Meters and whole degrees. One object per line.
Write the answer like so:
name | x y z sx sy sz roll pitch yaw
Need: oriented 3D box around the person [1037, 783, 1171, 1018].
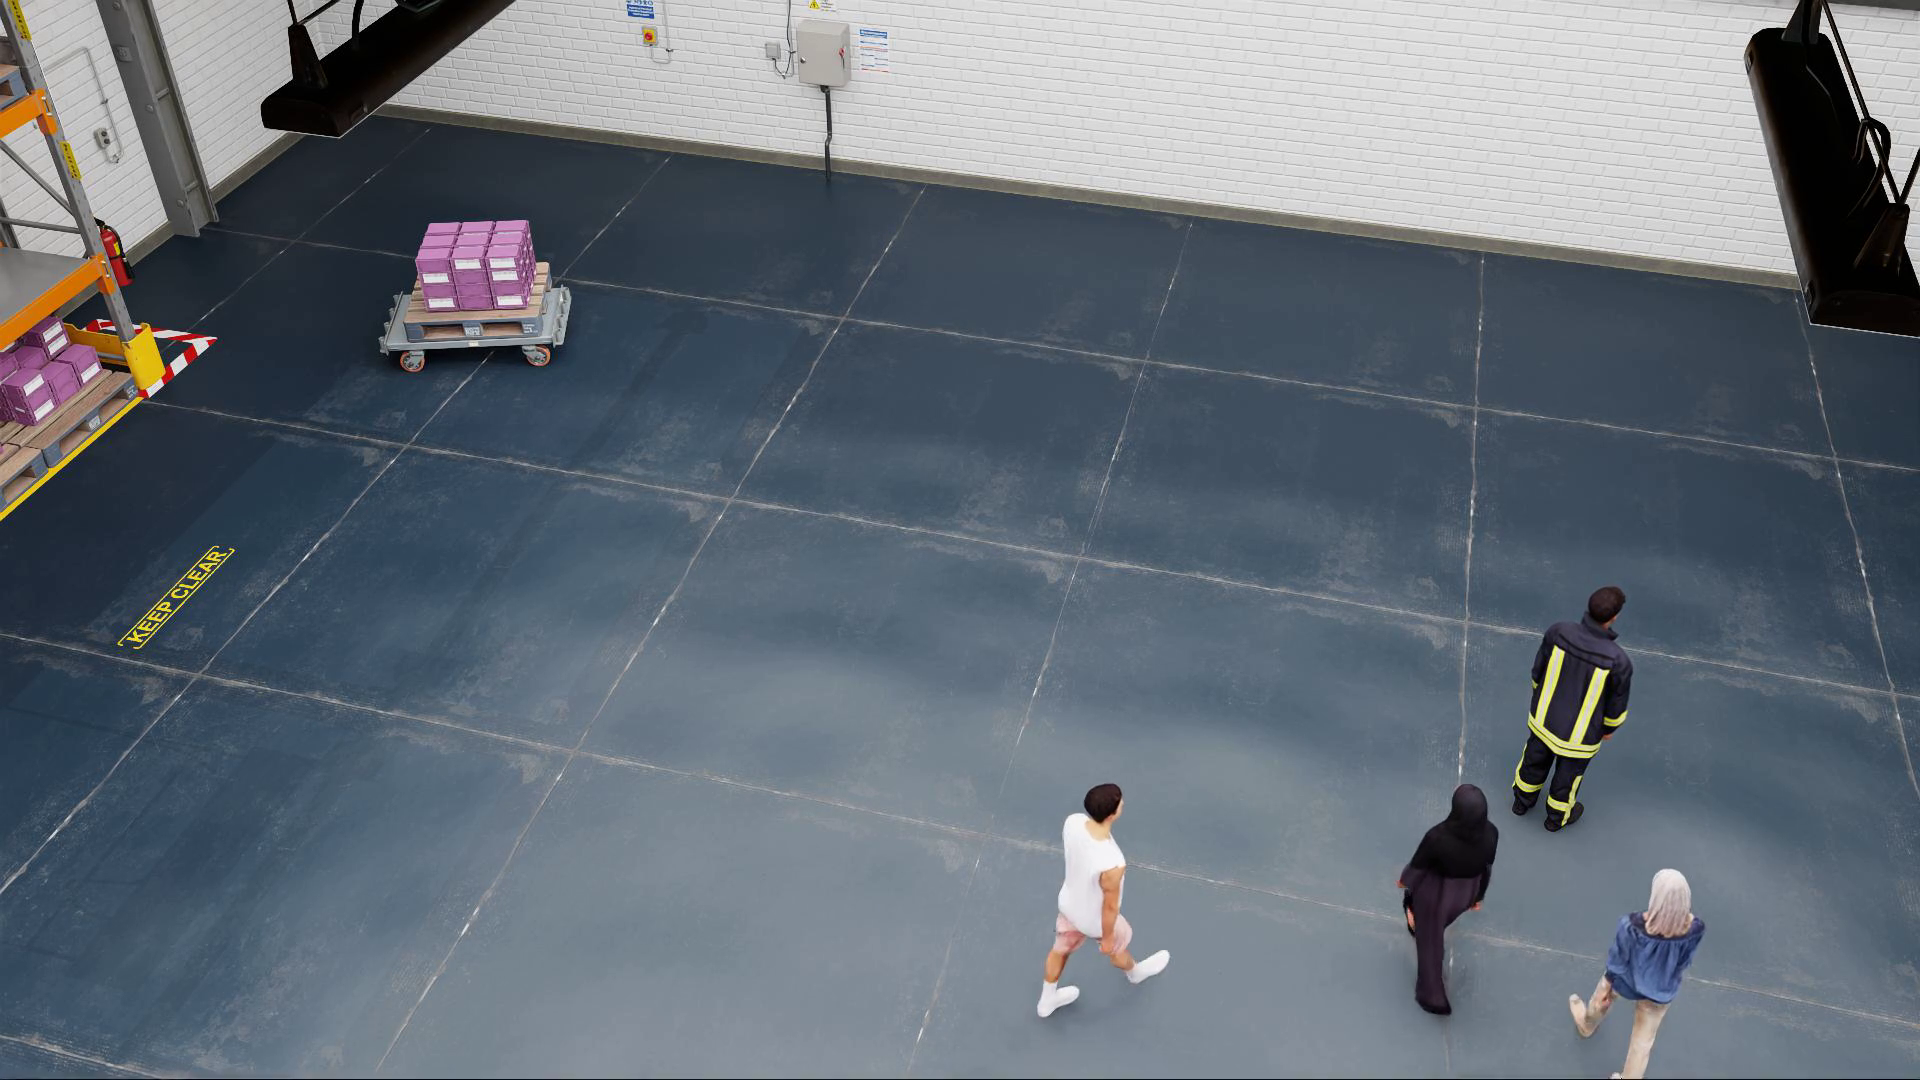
person | 0.655 2.098 9.381 1.170 1.746 1.088 -21 43 -24

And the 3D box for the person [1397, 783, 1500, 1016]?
person | 2.812 2.059 9.542 0.933 1.606 1.177 -7 39 -8

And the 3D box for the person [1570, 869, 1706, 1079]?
person | 3.679 2.482 8.961 0.743 1.669 1.018 4 39 5

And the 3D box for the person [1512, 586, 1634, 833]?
person | 3.872 1.068 10.525 0.893 1.927 0.880 32 48 33
